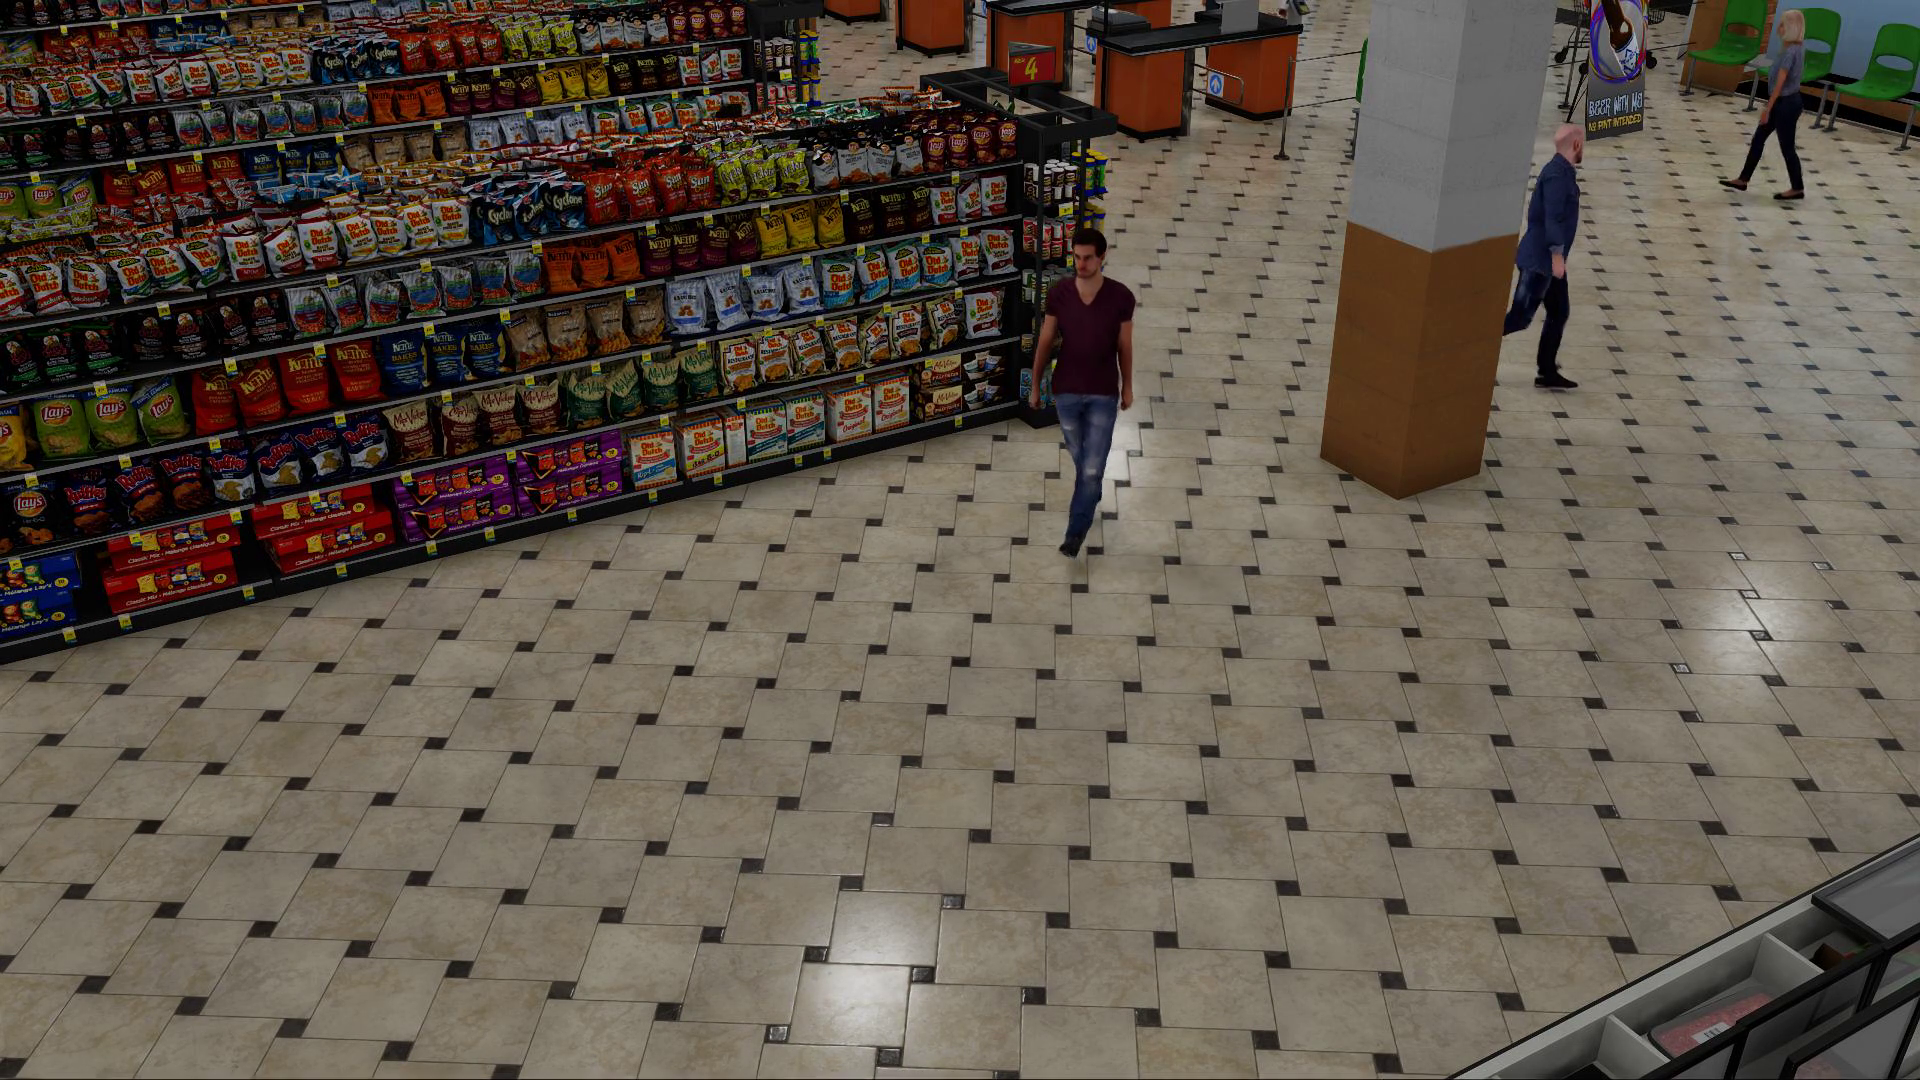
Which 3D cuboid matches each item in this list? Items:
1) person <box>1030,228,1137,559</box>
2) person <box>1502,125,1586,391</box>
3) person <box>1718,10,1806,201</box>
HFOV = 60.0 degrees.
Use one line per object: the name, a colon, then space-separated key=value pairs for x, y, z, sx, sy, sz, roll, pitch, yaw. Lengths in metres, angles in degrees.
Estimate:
person: x=0.726 y=-0.861 z=9.304 sx=1.129 sy=1.798 sz=1.254 roll=11 pitch=30 yaw=19
person: x=3.809 y=-1.844 z=11.118 sx=1.179 sy=1.784 sz=1.176 roll=13 pitch=31 yaw=23
person: x=7.502 y=-3.878 z=14.949 sx=0.983 sy=1.684 sz=1.000 roll=16 pitch=33 yaw=27
